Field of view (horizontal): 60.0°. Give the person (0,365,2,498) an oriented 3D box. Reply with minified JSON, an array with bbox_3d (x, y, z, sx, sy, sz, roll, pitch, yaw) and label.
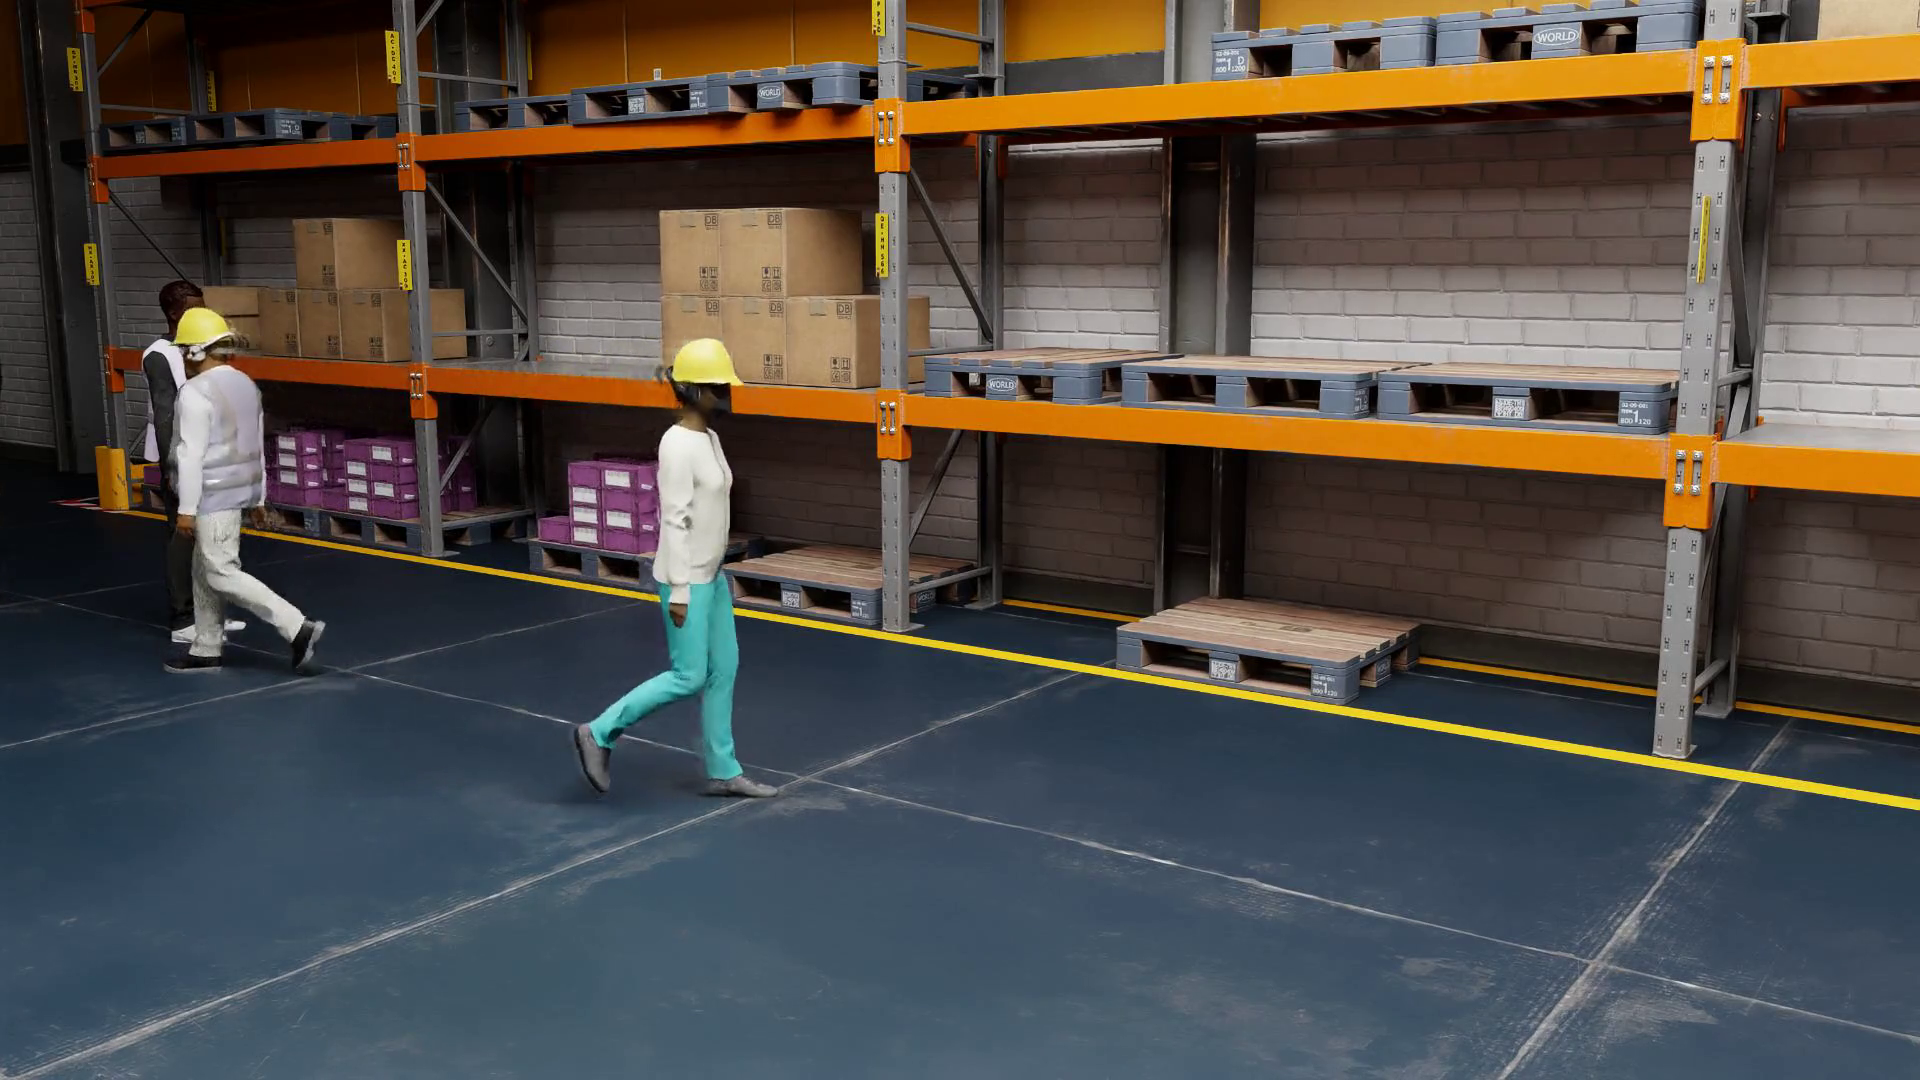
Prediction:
[{"bbox_3d":[-8.335,-1.170,13.841,0.652,1.774,0.847,-7,12,-36],"label":"person"}]

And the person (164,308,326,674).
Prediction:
[{"bbox_3d":[-3.503,-0.215,8.030,0.777,1.804,0.584,0,10,-1],"label":"person"}]

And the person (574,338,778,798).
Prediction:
[{"bbox_3d":[-1.057,0.127,6.147,0.660,1.745,0.532,1,10,6],"label":"person"}]

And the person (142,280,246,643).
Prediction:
[{"bbox_3d":[-4.112,-0.412,8.859,0.388,1.919,0.594,-1,10,-5],"label":"person"}]
